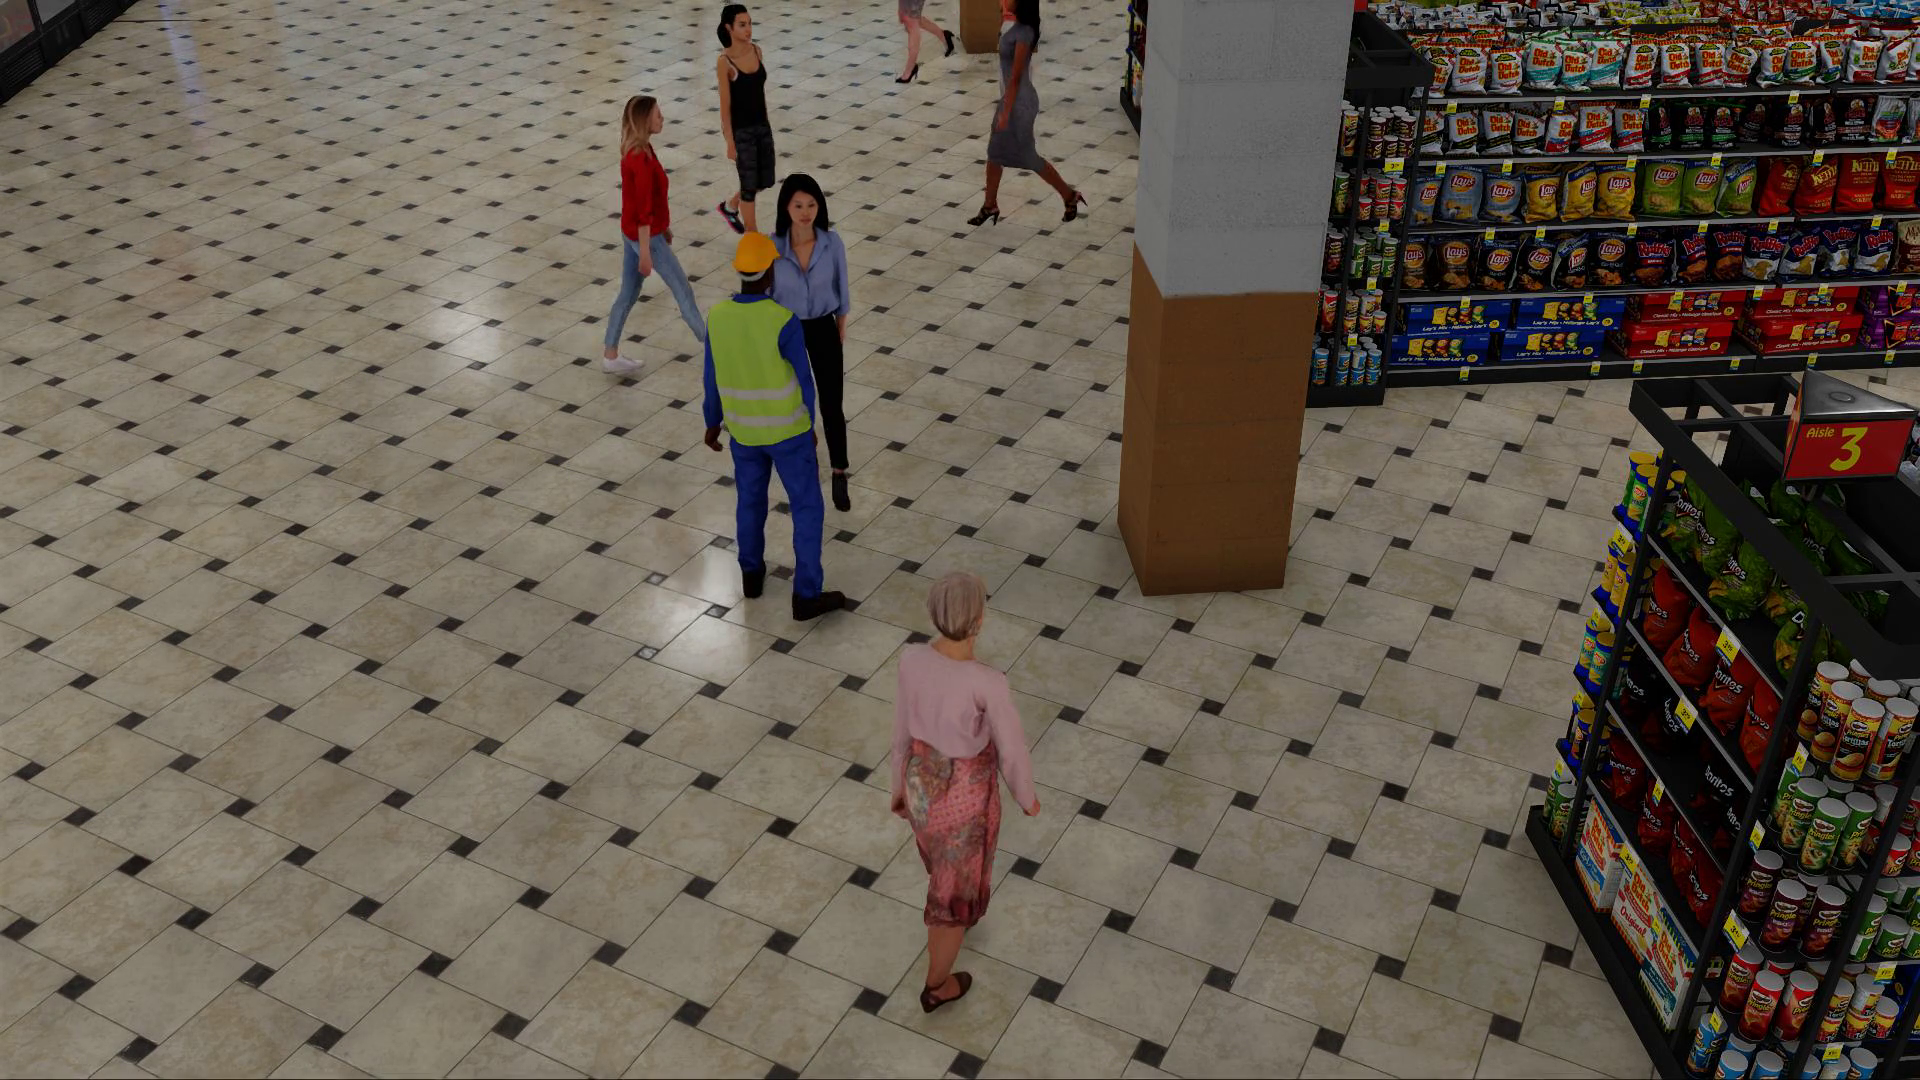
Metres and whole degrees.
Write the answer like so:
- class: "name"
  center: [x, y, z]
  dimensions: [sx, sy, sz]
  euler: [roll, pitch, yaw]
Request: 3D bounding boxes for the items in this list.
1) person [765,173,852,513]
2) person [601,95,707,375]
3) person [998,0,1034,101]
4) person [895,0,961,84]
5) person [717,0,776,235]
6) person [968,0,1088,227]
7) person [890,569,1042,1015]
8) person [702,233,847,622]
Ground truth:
- class: "person"
  center: [-0.817, -1.051, 8.533]
  dimensions: [0.842, 1.724, 0.778]
  euler: [-6, 32, -9]
- class: "person"
  center: [-1.900, -1.712, 9.663]
  dimensions: [1.173, 1.652, 0.829]
  euler: [-11, 33, -17]
- class: "person"
  center: [0.486, -4.354, 14.236]
  dimensions: [0.468, 1.308, 0.575]
  euler: [6, 32, 9]
- class: "person"
  center: [-0.328, -4.921, 14.750]
  dimensions: [0.969, 1.727, 0.772]
  euler: [-12, 34, -18]
- class: "person"
  center: [-1.514, -2.784, 11.324]
  dimensions: [0.881, 1.718, 0.814]
  euler: [21, 38, 30]
- class: "person"
  center: [0.505, -2.978, 11.610]
  dimensions: [1.055, 1.746, 0.562]
  euler: [-3, 32, -5]
- class: "person"
  center: [-0.064, 0.898, 5.449]
  dimensions: [0.837, 1.673, 0.891]
  euler: [22, 38, 31]
- class: "person"
  center: [-0.896, -0.513, 7.601]
  dimensions: [0.892, 1.797, 1.052]
  euler: [10, 33, 15]
